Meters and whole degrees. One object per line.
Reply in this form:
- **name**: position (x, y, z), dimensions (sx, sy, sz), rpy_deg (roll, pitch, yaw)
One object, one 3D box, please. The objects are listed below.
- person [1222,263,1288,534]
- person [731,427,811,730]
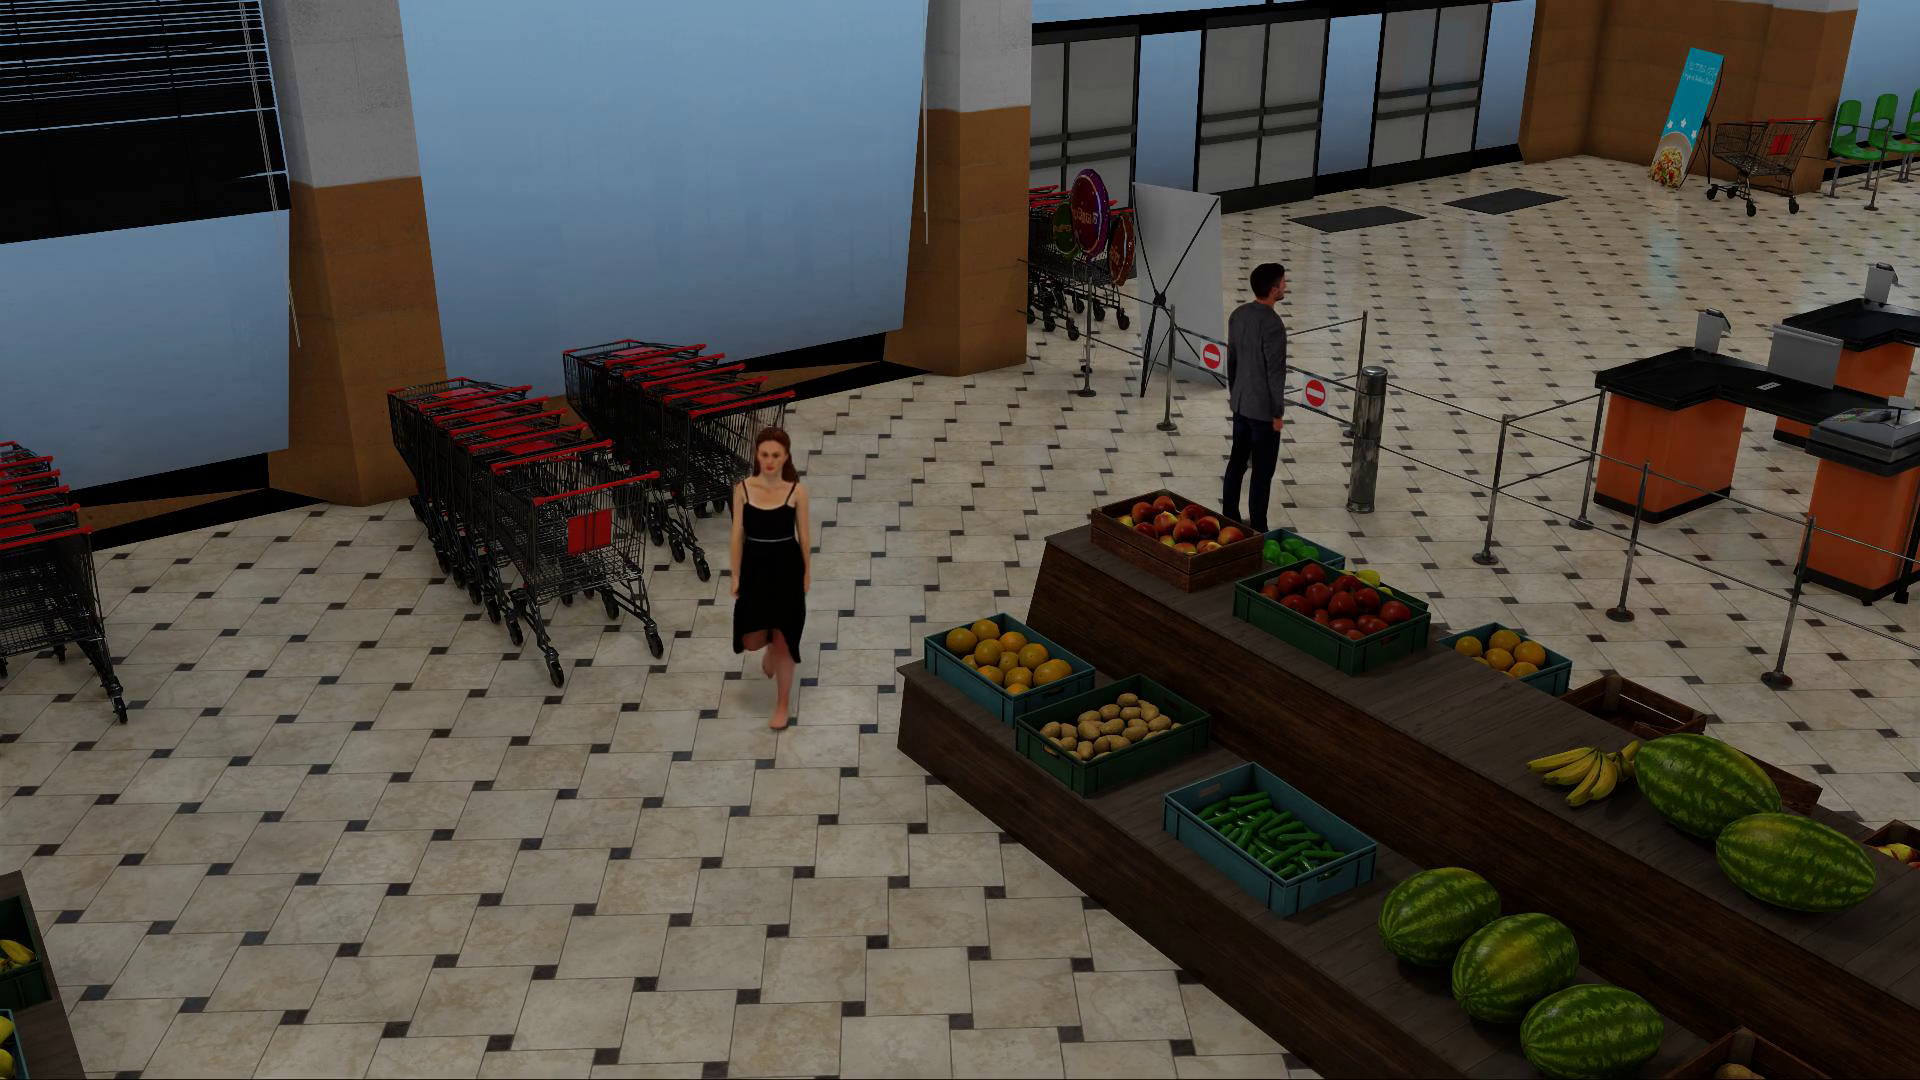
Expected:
- **person**: position (1.923, -0.867, 10.737), dimensions (0.761, 1.874, 0.569), rpy_deg (-12, 26, -26)
- **person**: position (-0.976, 0.158, 8.723), dimensions (0.851, 1.611, 0.939), rpy_deg (1, 24, 3)
